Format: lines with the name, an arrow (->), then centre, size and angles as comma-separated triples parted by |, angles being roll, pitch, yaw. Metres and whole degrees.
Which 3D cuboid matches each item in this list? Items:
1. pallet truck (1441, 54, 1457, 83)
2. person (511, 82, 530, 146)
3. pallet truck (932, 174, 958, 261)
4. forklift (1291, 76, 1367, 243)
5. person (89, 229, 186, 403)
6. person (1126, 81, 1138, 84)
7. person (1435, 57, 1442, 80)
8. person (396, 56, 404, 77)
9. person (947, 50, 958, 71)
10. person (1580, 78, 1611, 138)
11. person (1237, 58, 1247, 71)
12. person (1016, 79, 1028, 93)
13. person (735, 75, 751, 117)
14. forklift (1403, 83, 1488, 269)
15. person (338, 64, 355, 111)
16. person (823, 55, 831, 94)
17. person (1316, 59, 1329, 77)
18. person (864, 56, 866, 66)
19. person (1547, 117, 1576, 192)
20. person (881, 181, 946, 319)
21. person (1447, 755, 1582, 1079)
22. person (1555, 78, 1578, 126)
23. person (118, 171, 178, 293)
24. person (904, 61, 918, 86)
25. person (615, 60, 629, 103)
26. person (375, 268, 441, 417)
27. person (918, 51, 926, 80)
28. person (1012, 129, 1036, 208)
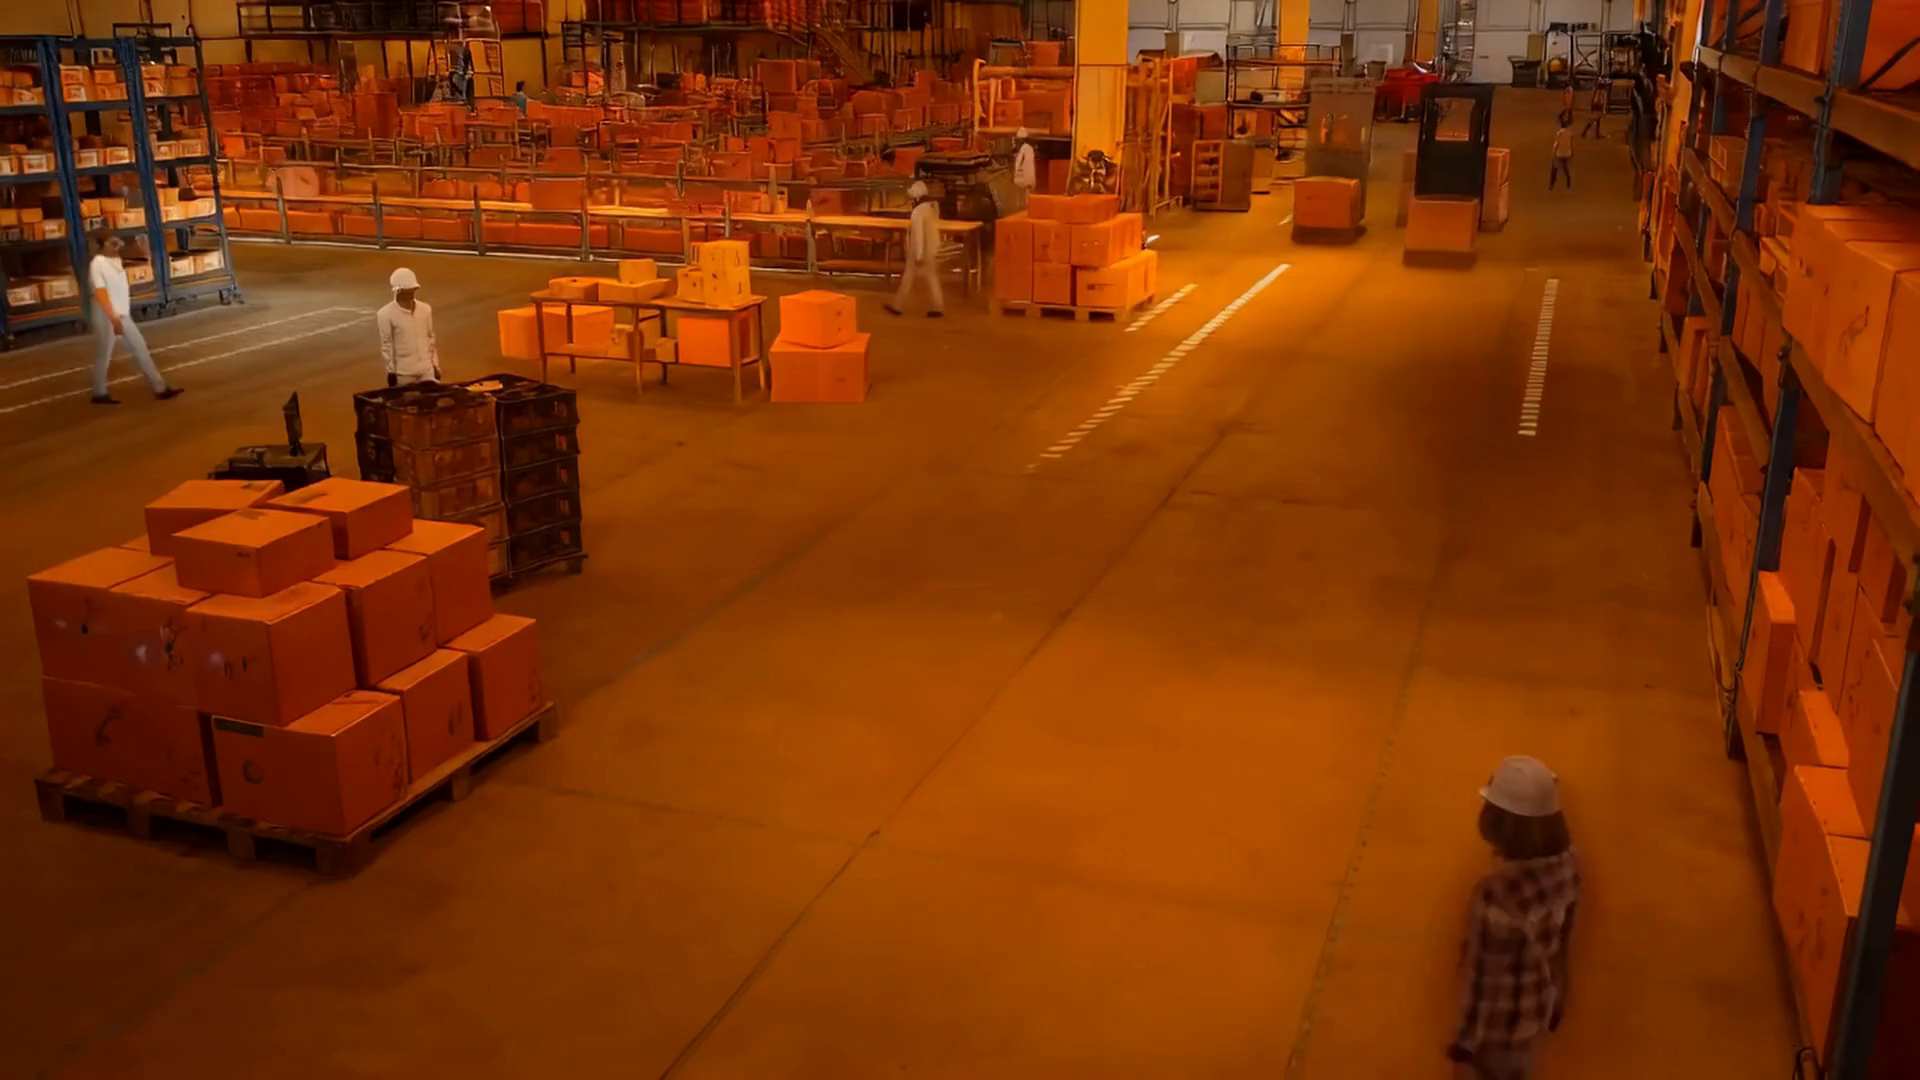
pallet truck -> 22.765, -21.886, 78.355 | 0.823, 1.965, 1.885 | -4, 18, -14
person -> -13.195, -12.807, 50.036 | 0.518, 1.874, 0.329 | -2, 18, -7
pallet truck -> -0.507, -5.292, 27.348 | 0.653, 1.274, 1.630 | 6, 19, 19
forklift -> 6.598, -6.755, 29.381 | 1.129, 2.768, 1.873 | 6, 19, 19
person -> -8.590, -2.285, 17.083 | 0.964, 1.795, 0.567 | 1, 18, 3
person -> 9.619, -26.507, 93.074 | 0.616, 1.870, 0.995 | -16, 24, -42
person -> 22.886, -22.164, 79.524 | 0.973, 1.837, 0.529 | -1, 18, -4
person -> -25.590, -21.143, 76.141 | 0.384, 1.922, 0.593 | -7, 19, -20
person -> -0.405, -25.947, 91.306 | 0.574, 1.881, 0.999 | -2, 18, -7
person -> 20.204, -13.696, 52.811 | 0.807, 1.892, 0.607 | -2, 18, -7
person -> 14.795, -24.646, 87.281 | 0.622, 1.845, 0.429 | -10, 20, -28
person -> 2.354, -17.929, 66.042 | 0.660, 1.921, 0.545 | -17, 24, -42
person -> -7.742, -15.622, 59.080 | 0.726, 1.744, 0.527 | 13, 22, 36
forklift -> 7.785, -5.833, 26.485 | 1.129, 2.768, 1.873 | 6, 19, 19
person -> -24.863, -18.336, 67.444 | 0.581, 1.859, 0.841 | -3, 18, -8
person -> -5.963, -20.750, 74.733 | 0.517, 2.026, 0.637 | -7, 19, -22
person -> 18.659, -24.235, 85.767 | 0.642, 1.974, 0.631 | -13, 22, -35
person -> -5.565, -26.514, 93.172 | 0.635, 1.829, 0.431 | -6, 19, -19
person -> 13.551, -8.656, 37.333 | 0.536, 1.657, 0.856 | -3, 18, -8
person -> -0.588, -3.810, 21.906 | 0.925, 1.781, 0.617 | 9, 20, 25
person -> 1.776, 1.509, 5.288 | 0.488, 1.732, 0.480 | -14, 22, -37
person -> 21.537, -15.522, 58.922 | 0.862, 1.654, 0.543 | 14, 23, 38
person -> -11.780, -4.522, 24.006 | 0.960, 1.870, 0.635 | 5, 18, 16
person -> -1.948, -17.818, 65.505 | 0.538, 2.000, 0.683 | 6, 19, 18
person -> -14.733, -19.966, 72.513 | 0.989, 1.891, 0.563 | 3, 18, 8
person -> -4.905, -1.561, 14.889 | 0.329, 1.751, 0.571 | 13, 22, 35
person -> -2.106, -28.050, 98.269 | 0.850, 1.653, 0.552 | 1, 18, 2
person -> 1.253, -6.448, 30.023 | 0.960, 1.901, 0.639 | -6, 19, -18
